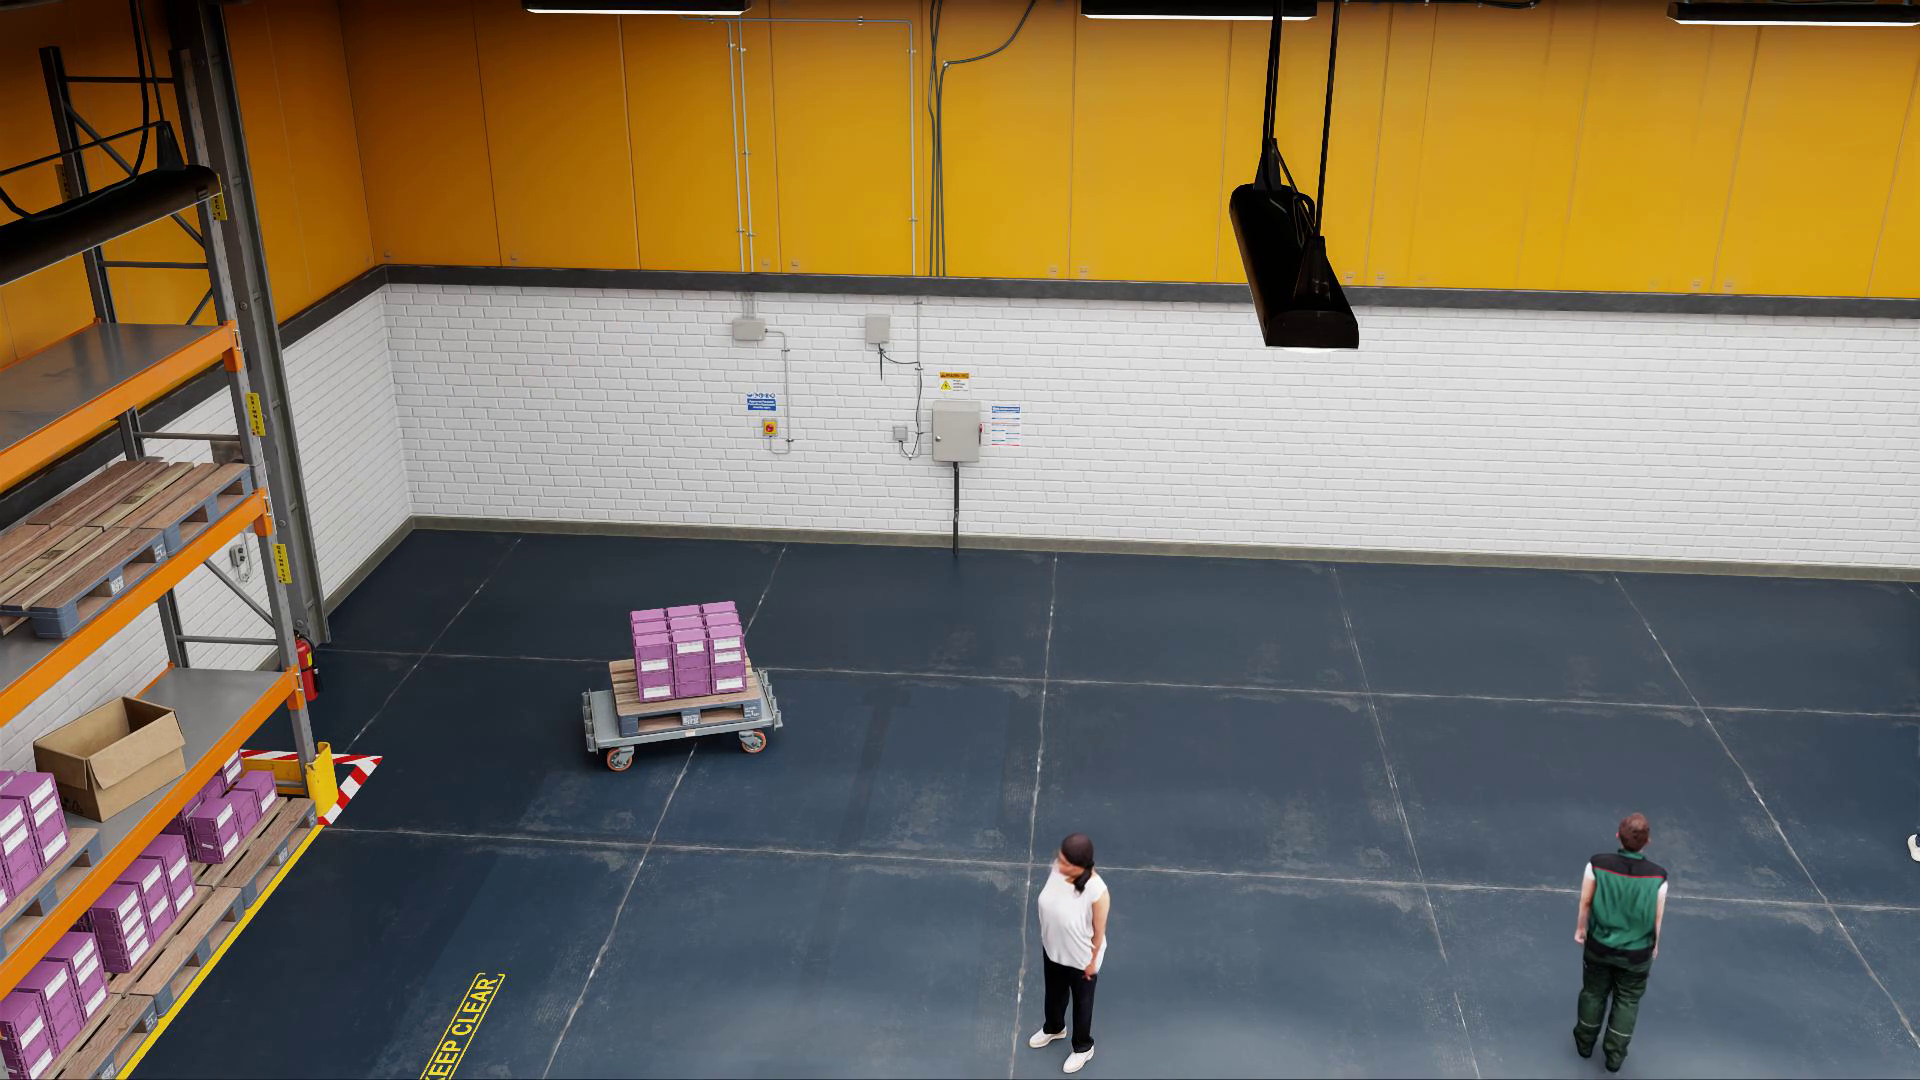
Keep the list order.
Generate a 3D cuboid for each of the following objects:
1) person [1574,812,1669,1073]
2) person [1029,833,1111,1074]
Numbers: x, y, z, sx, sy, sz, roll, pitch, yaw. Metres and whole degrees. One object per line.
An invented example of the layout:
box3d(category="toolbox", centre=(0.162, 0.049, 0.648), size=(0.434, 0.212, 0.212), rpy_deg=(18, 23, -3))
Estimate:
box3d(category="person", centre=(4.177, 2.542, 10.494), size=(0.754, 1.837, 0.755), rpy_deg=(11, 26, 23))
box3d(category="person", centre=(0.699, 2.584, 10.580), size=(0.818, 1.691, 0.752), rpy_deg=(-17, 29, -34))
